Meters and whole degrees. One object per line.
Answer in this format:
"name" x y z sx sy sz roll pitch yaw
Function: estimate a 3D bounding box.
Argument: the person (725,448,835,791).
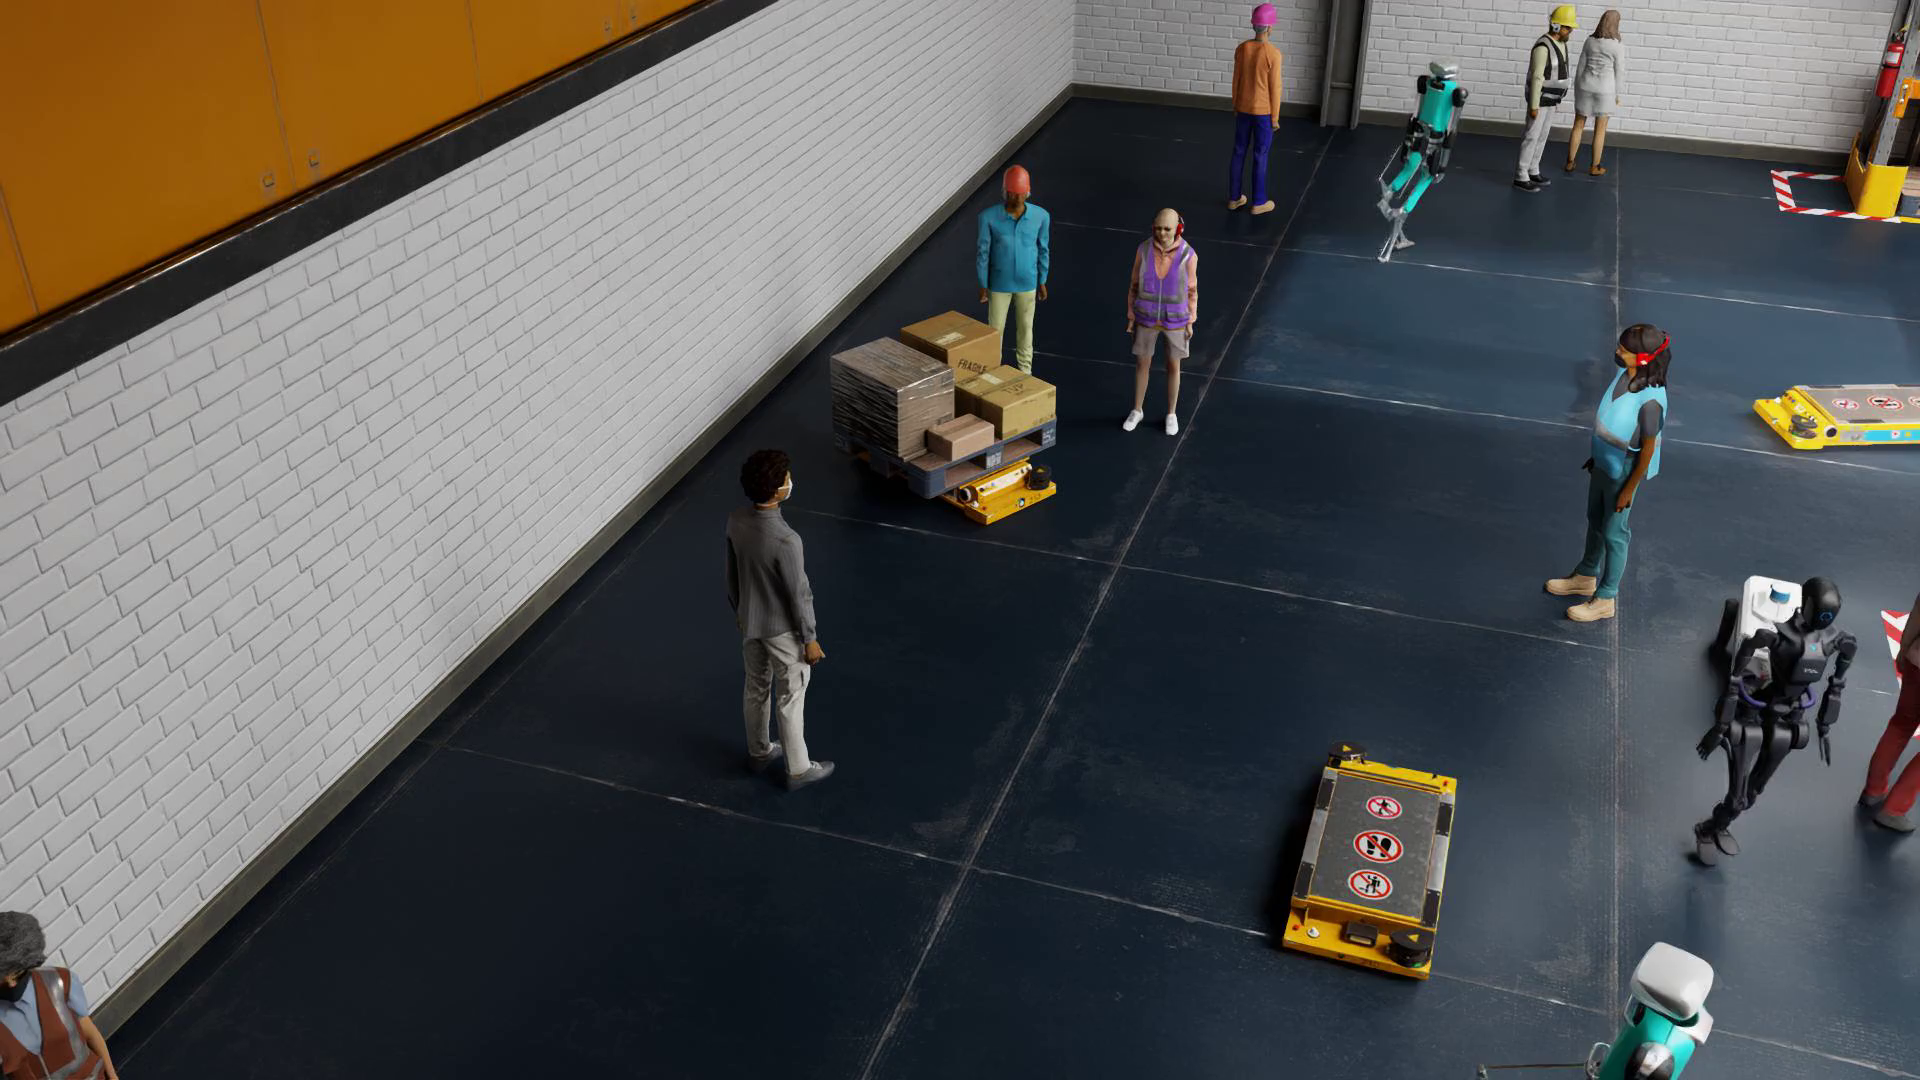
"person" -0.939 0.416 8.312 0.548 1.896 0.379 22 37 32

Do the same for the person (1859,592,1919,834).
"person" 4.777 0.646 8.086 0.519 1.749 0.531 -11 32 -19

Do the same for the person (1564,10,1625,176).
"person" 6.527 -4.583 17.047 0.487 1.659 0.343 24 38 34

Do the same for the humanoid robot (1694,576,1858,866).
"humanoid robot" 3.800 0.836 7.821 0.602 1.642 0.427 0 30 0

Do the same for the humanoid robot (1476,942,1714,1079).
"humanoid robot" 2.050 2.018 5.766 0.911 1.781 0.564 19 35 29

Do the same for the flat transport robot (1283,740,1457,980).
"flat transport robot" 2.013 1.512 8.053 0.659 0.231 1.431 10 32 16

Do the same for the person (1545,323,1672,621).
"person" 3.839 -0.397 9.721 0.389 1.870 0.529 -2 31 -3

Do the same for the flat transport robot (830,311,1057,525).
"flat transport robot" -0.067 -0.537 11.539 0.659 0.231 1.431 -25 38 -35

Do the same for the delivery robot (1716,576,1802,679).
"delivery robot" 4.612 0.518 9.481 0.499 0.614 0.790 13 33 21

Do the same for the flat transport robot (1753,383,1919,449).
"flat transport robot" 6.660 -0.900 12.156 1.431 0.231 0.659 -1 30 -2

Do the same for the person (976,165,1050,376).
"person" 0.397 -1.954 12.480 0.560 1.755 0.320 -5 31 -8

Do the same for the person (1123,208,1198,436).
"person" 1.437 -1.551 11.856 0.494 1.692 0.341 8 31 13

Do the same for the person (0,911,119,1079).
"person" -3.197 1.979 5.865 0.317 1.681 0.432 26 39 37

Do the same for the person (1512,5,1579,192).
"person" 5.845 -4.411 16.604 0.403 1.821 0.594 22 37 33

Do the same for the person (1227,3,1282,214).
"person" 2.839 -4.124 15.952 0.508 1.985 0.373 22 37 32

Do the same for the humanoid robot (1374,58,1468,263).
"humanoid robot" 4.030 -3.324 14.940 0.775 1.900 0.549 -18 35 -28
